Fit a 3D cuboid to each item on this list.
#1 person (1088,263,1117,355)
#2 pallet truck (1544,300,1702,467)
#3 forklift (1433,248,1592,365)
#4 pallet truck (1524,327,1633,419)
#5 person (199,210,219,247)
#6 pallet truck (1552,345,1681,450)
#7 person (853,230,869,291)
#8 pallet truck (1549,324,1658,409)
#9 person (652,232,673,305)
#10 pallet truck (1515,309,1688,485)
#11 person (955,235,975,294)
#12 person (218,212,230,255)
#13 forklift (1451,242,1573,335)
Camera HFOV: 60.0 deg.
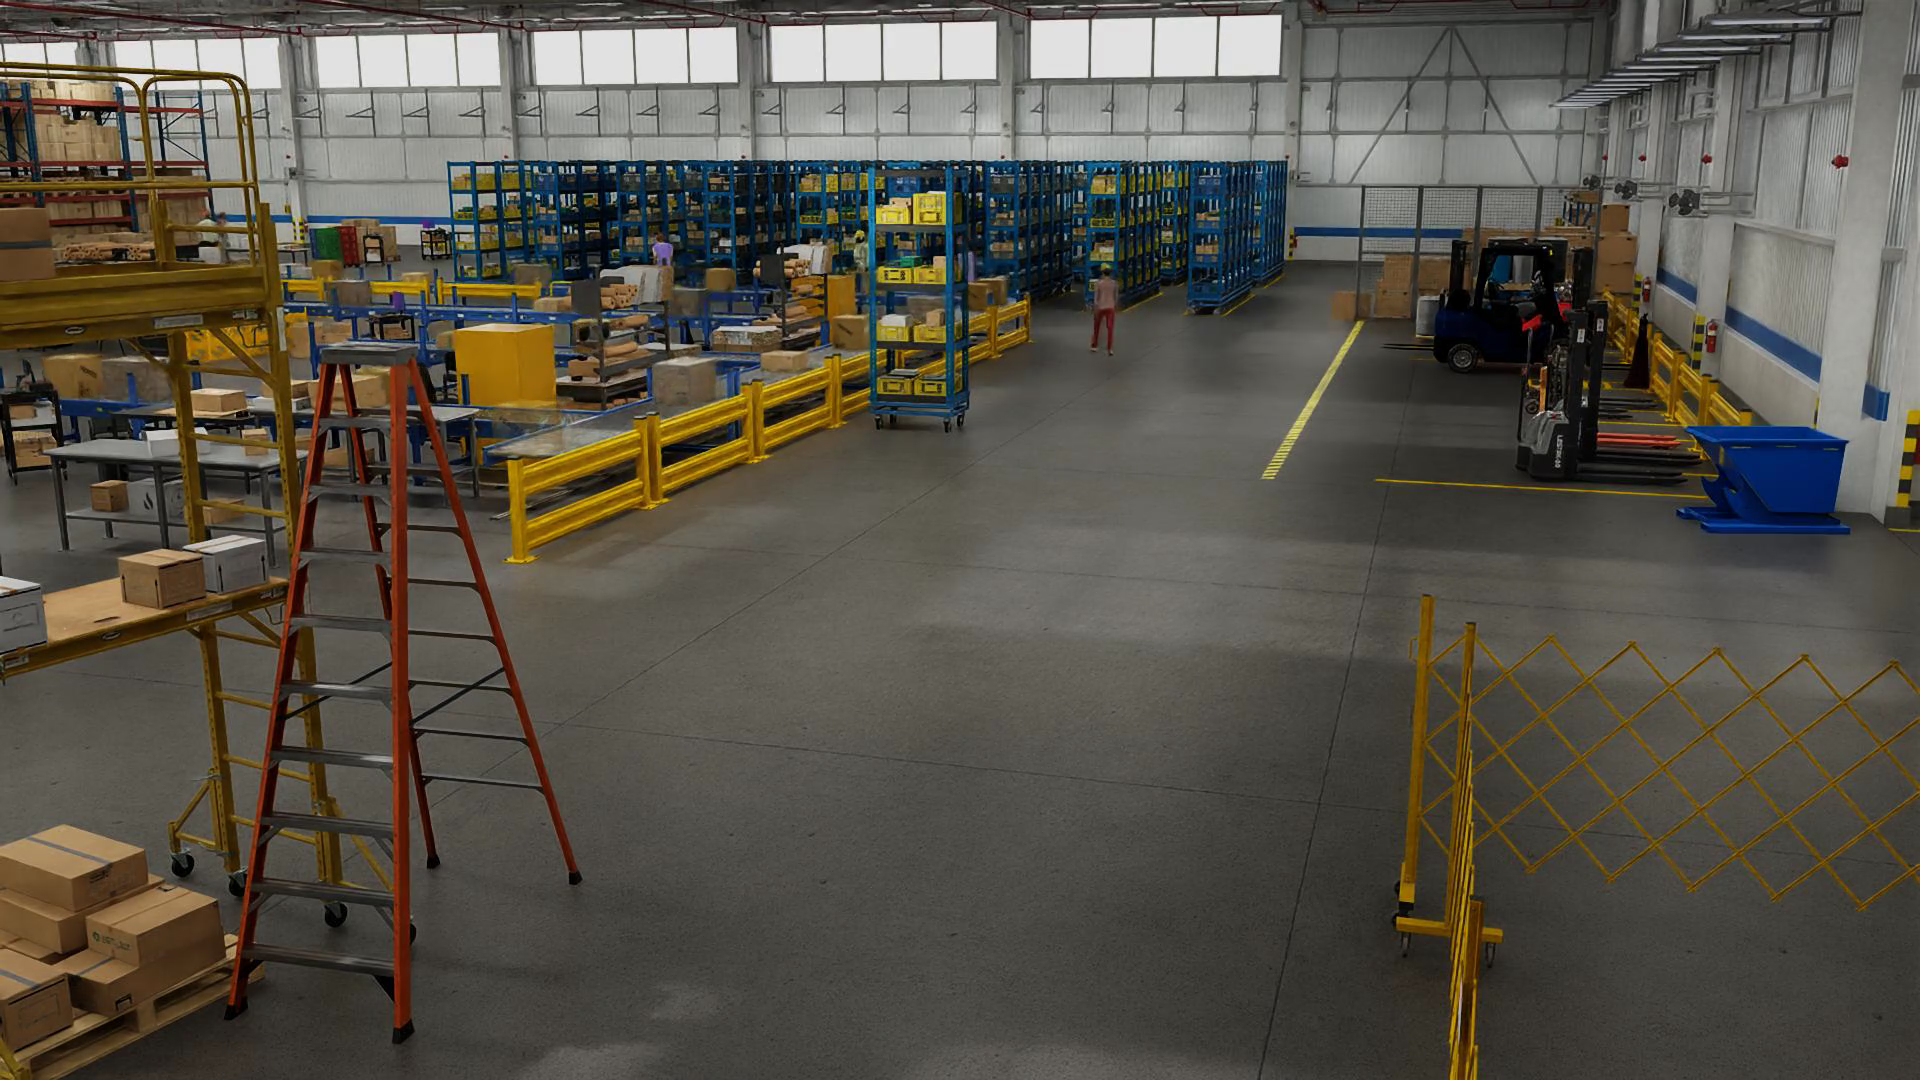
[{"bbox_3d":[2.756,-4.444,31.989,0.533,1.731,0.864,-3,13,-15],"label":"person"},{"bbox_3d":[8.263,-1.952,20.631,1.885,1.965,0.823,5,14,20],"label":"pallet truck"},{"bbox_3d":[9.780,-4.111,29.280,2.680,1.987,1.157,3,13,14],"label":"forklift"},{"bbox_3d":[9.065,-2.460,24.370,1.522,1.261,0.704,3,13,14],"label":"pallet truck"},{"bbox_3d":[-25.228,-10.089,55.861,0.614,1.969,0.899,-4,13,-15],"label":"person"},{"bbox_3d":[8.641,-1.896,21.908,1.630,1.274,0.653,4,14,16],"label":"pallet truck"},{"bbox_3d":[-2.611,-7.275,43.999,0.404,1.826,0.587,-9,16,-33],"label":"person"},{"bbox_3d":[9.824,-2.669,25.407,1.601,1.201,0.680,4,14,16],"label":"pallet truck"},{"bbox_3d":[-7.564,-6.914,42.414,0.563,1.838,0.389,-9,16,-35],"label":"person"},{"bbox_3d":[7.554,-1.677,19.446,1.885,1.965,0.823,3,13,14],"label":"pallet truck"},{"bbox_3d":[0.178,-5.809,37.265,0.757,2.019,0.626,9,16,34],"label":"person"},{"bbox_3d":[-28.002,-11.653,63.340,0.373,1.626,0.528,3,13,14],"label":"person"},{"bbox_3d":[10.464,-4.597,31.405,2.680,1.987,1.157,4,14,16],"label":"forklift"}]
